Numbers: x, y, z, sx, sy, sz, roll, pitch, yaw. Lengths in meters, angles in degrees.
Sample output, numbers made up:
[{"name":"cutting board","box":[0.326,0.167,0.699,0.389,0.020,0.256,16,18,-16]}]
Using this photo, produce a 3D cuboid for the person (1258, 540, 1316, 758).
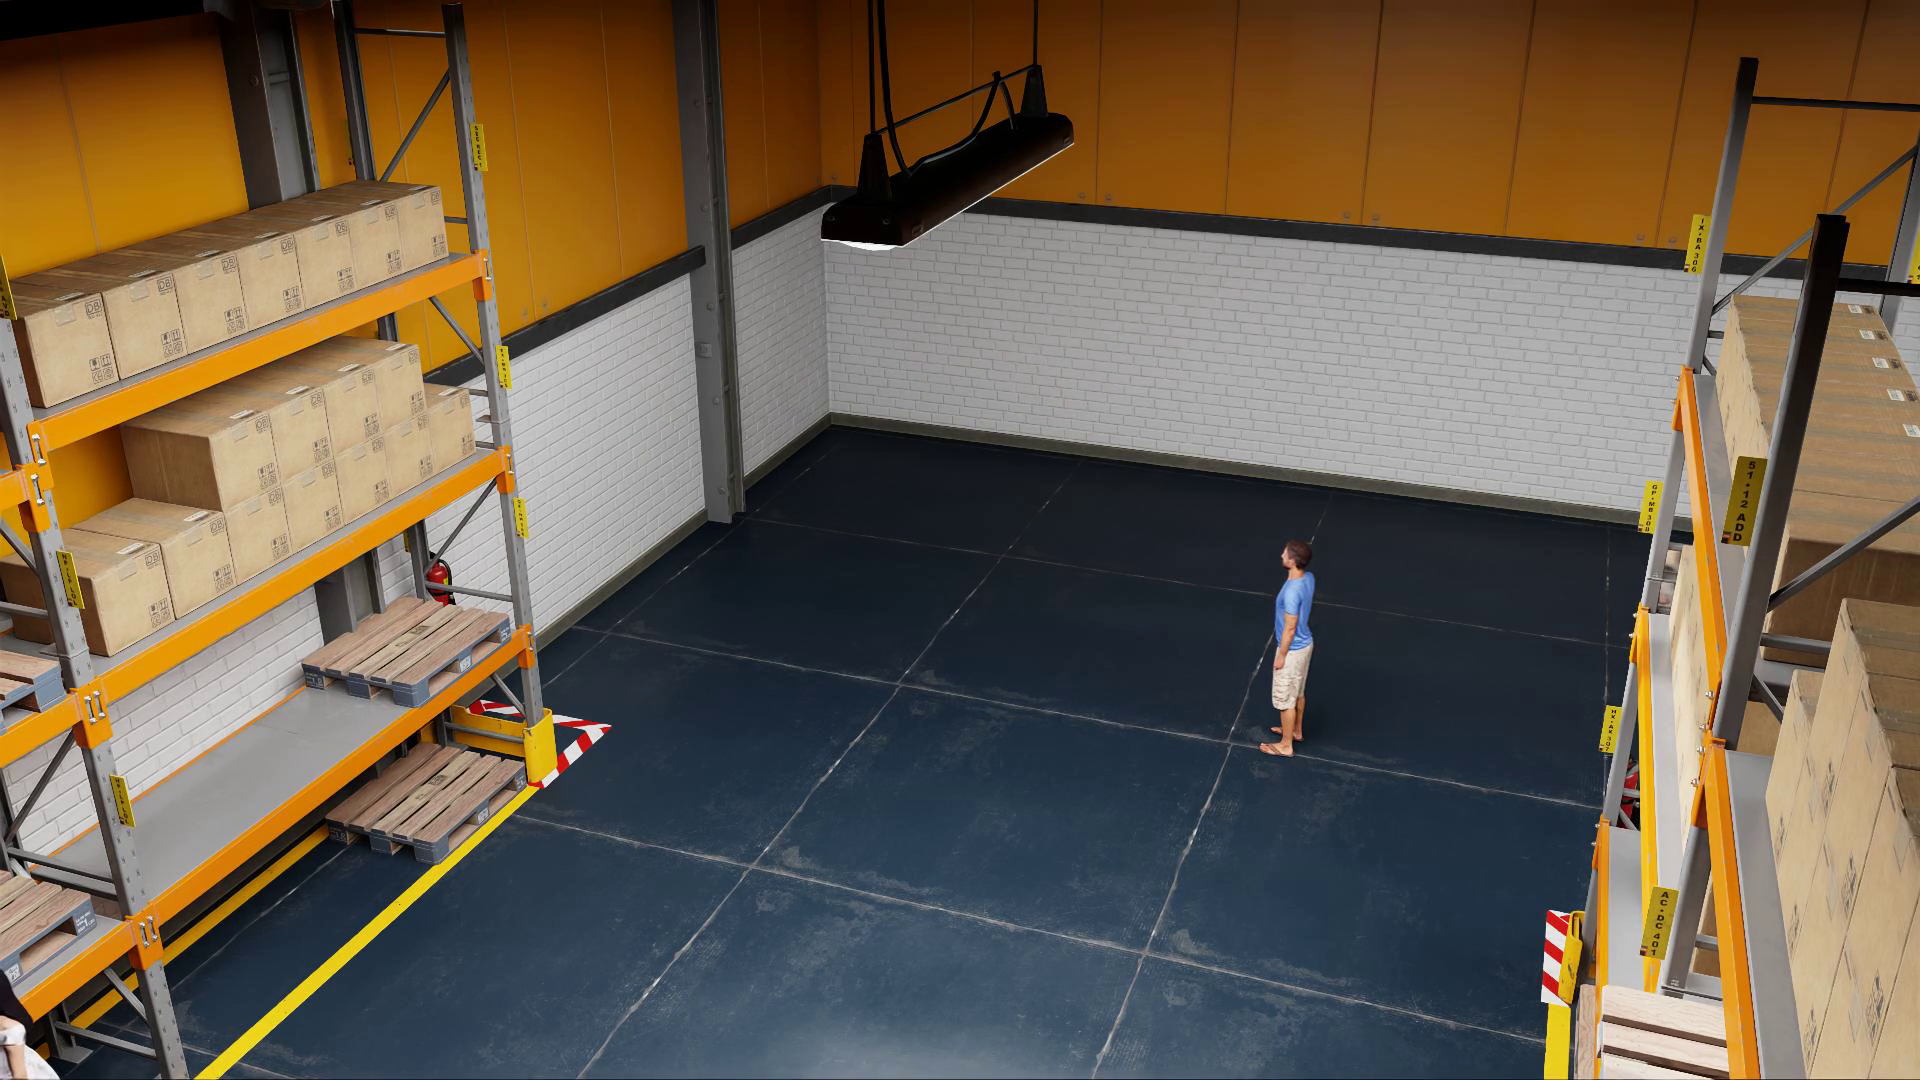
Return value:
[{"name":"person","box":[2.722,0.872,13.599,0.738,1.862,0.537,12,27,26]}]
